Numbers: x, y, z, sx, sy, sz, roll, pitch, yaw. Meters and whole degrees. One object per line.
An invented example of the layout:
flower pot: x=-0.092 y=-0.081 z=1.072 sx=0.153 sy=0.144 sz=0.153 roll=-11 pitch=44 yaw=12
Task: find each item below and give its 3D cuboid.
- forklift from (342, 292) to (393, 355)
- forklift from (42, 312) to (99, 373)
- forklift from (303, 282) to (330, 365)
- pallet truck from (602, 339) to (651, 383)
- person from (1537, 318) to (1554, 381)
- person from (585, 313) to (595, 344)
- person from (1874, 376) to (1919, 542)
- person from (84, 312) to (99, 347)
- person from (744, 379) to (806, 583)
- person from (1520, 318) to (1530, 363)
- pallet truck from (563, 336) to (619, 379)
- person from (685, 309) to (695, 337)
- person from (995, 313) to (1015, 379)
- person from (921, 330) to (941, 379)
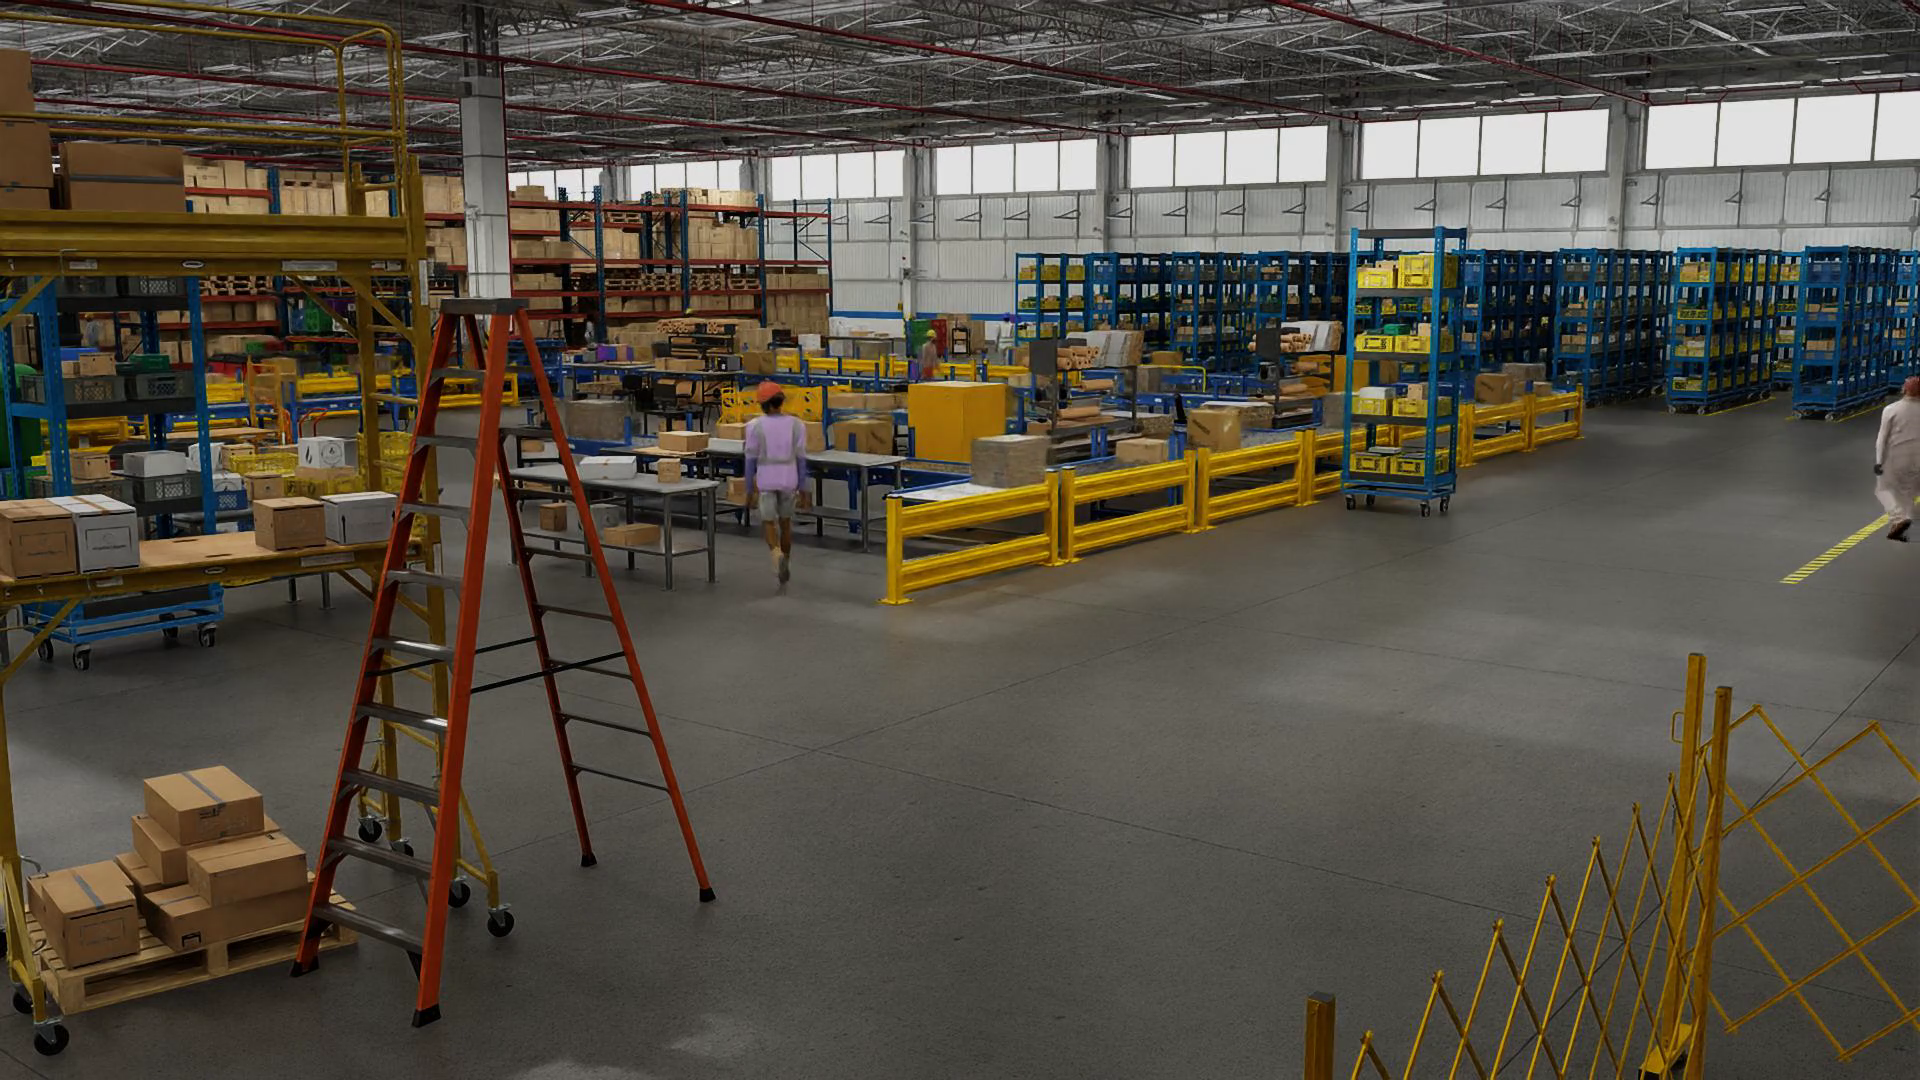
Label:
forklift: x=-16.485 y=-5.622 z=45.120 sx=1.129 sy=2.768 sz=1.873 roll=7 pitch=11 yaw=37
forklift: x=-23.779 y=-5.451 z=44.052 sx=1.873 sy=2.768 sz=1.129 roll=7 pitch=11 yaw=36
forklift: x=-17.989 y=-5.872 z=46.681 sx=1.129 sy=2.768 sz=1.873 roll=7 pitch=11 yaw=37
pallet truck: x=-8.991 y=-4.871 z=45.351 sx=0.653 sy=1.274 sz=1.630 roll=7 pitch=11 yaw=37
person: x=16.390 y=-5.324 z=46.602 sx=0.680 sy=1.804 sz=0.557 roll=1 pitch=9 yaw=4
person: x=-12.760 y=-6.981 z=57.394 sx=0.325 sy=1.667 sz=0.558 roll=-1 pitch=9 yaw=-9
person: x=10.650 y=-0.904 z=18.758 sx=0.662 sy=1.884 sz=0.459 roll=0 pitch=9 yaw=0
person: x=-28.196 y=-6.519 z=54.025 sx=0.610 sy=1.813 sz=0.445 roll=5 pitch=11 yaw=30
person: x=-1.774 y=-0.550 z=16.184 sx=0.629 sy=2.015 sz=0.757 roll=-3 pitch=10 yaw=-18
person: x=15.827 y=-5.342 z=46.589 sx=0.373 sy=1.843 sz=0.571 roll=-1 pitch=9 yaw=-7
pallet truck: x=-10.690 y=-5.294 z=48.215 sx=1.601 sy=1.201 sz=0.680 roll=-5 pitch=10 yaw=-26
person: x=-9.936 y=-7.548 z=60.649 sx=0.553 sy=1.736 sz=0.738 roll=7 pitch=11 yaw=36
person: x=1.362 y=-5.629 z=48.218 sx=0.646 sy=1.888 sz=1.056 roll=2 pitch=9 yaw=10
person: x=-0.603 y=-3.940 z=38.166 sx=0.794 sy=1.736 sz=0.544 roll=5 pitch=10 yaw=27
